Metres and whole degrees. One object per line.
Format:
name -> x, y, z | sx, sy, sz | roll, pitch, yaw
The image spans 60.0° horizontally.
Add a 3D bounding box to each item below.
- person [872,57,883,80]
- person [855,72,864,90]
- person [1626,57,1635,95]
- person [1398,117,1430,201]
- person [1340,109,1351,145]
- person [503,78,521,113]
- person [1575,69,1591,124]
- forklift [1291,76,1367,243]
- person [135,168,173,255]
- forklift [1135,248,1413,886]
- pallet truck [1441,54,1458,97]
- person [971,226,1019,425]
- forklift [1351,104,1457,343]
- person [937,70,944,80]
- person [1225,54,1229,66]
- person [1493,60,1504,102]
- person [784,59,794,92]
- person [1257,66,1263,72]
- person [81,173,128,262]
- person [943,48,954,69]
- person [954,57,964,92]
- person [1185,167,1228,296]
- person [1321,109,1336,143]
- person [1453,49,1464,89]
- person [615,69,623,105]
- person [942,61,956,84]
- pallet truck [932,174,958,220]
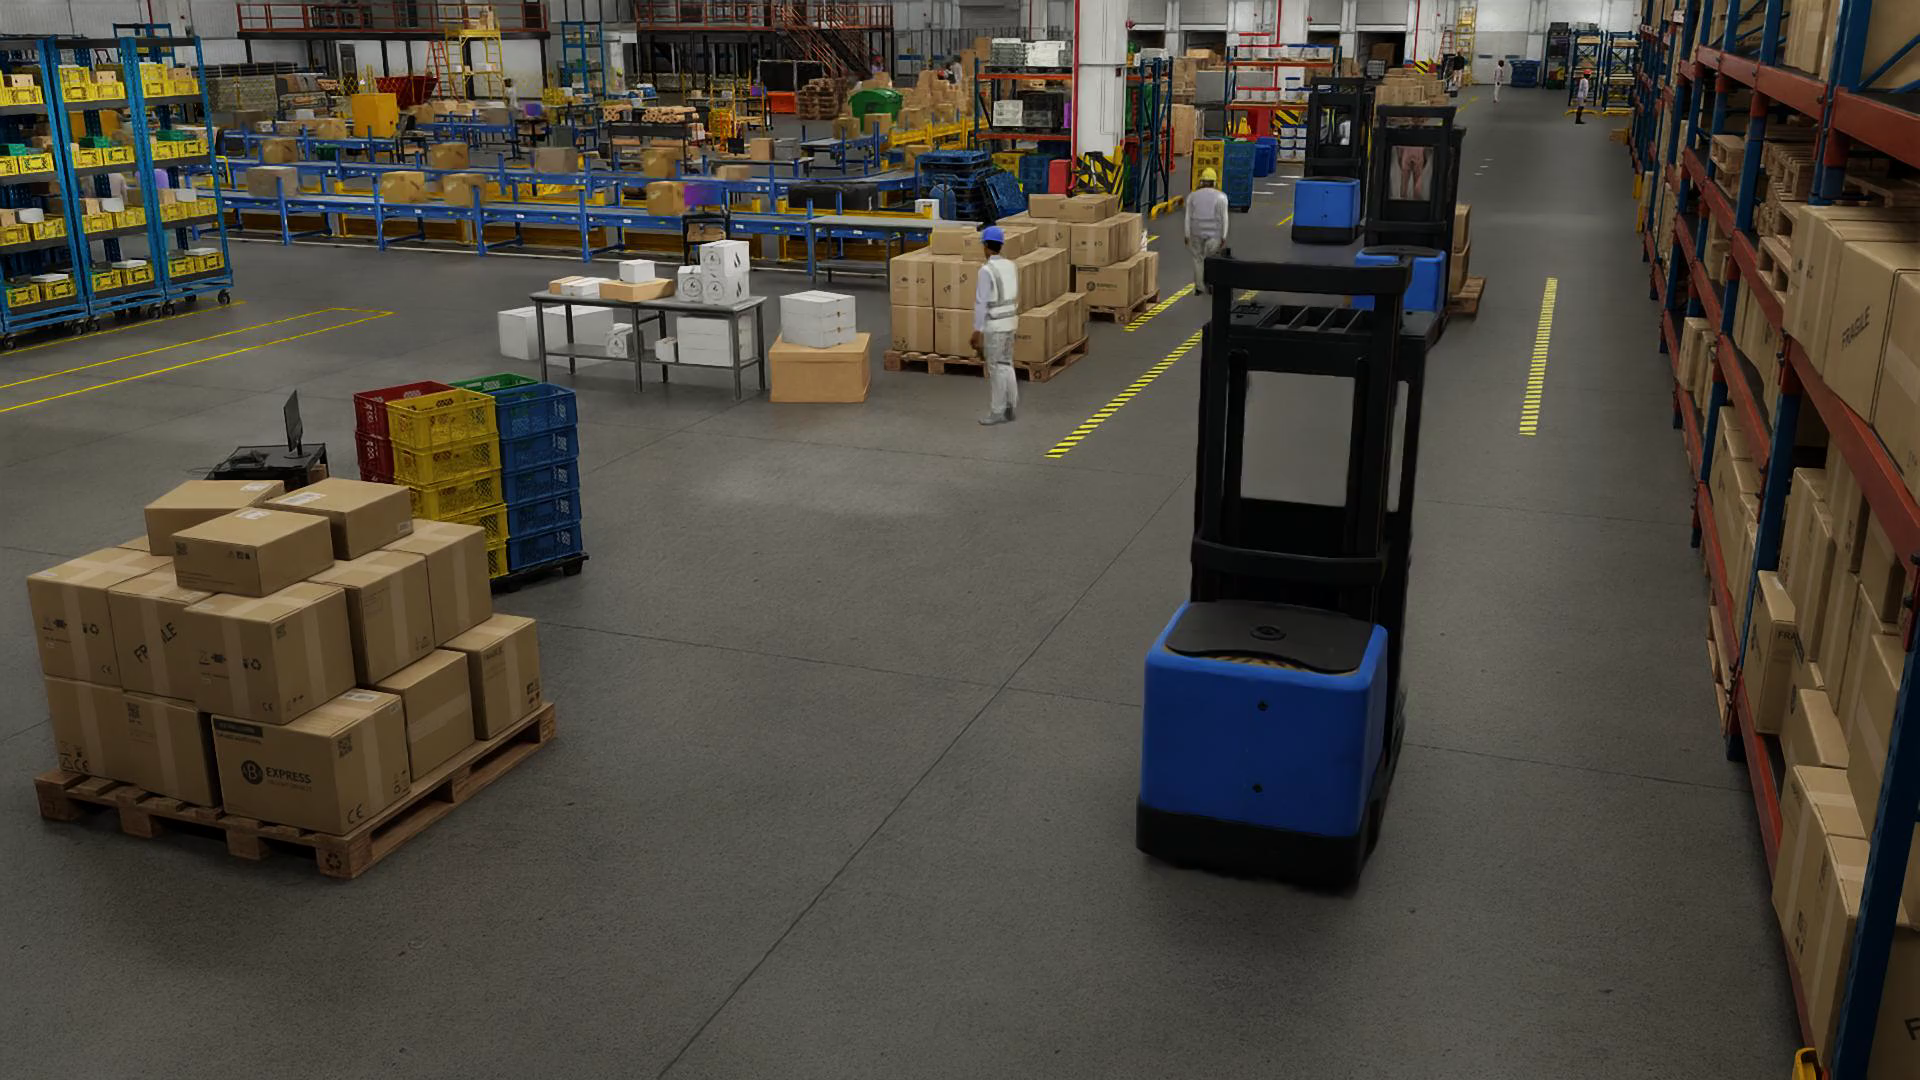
person -> -3.573, -20.202, 73.076 | 0.626, 1.989, 1.045 | -11, 21, -32
person -> -3.628, -15.687, 59.136 | 0.874, 1.840, 0.607 | 4, 18, 11
person -> 32.208, -22.226, 79.643 | 0.509, 1.870, 0.577 | 3, 18, 9
person -> 9.552, -8.045, 35.039 | 0.636, 1.900, 0.399 | 4, 18, 13
person -> 9.384, -9.525, 40.031 | 0.542, 1.685, 0.389 | 8, 19, 23
person -> -14.505, -14.067, 54.057 | 0.552, 1.830, 0.535 | 1, 18, 3
person -> 22.409, -15.918, 59.725 | 0.394, 1.929, 0.541 | 1, 18, 2
forklift -> 6.598, -6.755, 29.381 | 1.129, 2.768, 1.873 | 6, 19, 19
person -> -12.597, -5.165, 26.115 | 0.609, 1.808, 0.487 | -9, 20, -26
forklift -> 1.625, -0.006, 8.174 | 1.129, 2.768, 1.873 | 6, 19, 19
pallet truck -> 22.765, -21.886, 78.355 | 0.823, 1.965, 1.885 | -4, 18, -14
person -> 0.334, -2.086, 16.280 | 0.428, 1.924, 0.765 | 9, 20, 27
forklift -> 5.559, -3.981, 20.665 | 1.129, 2.768, 1.873 | 6, 19, 19
person -> -0.685, -15.472, 58.300 | 0.354, 1.939, 0.545 | 9, 20, 26
person -> 14.129, -24.989, 88.520 | 0.676, 1.738, 0.522 | 5, 18, 14
person -> 23.955, -20.390, 73.934 | 0.431, 1.835, 0.624 | 6, 19, 19
person -> -7.637, -20.312, 73.590 | 0.921, 1.901, 0.593 | -5, 18, -16
person -> 16.461, -26.056, 91.623 | 0.427, 1.901, 0.681 | -2, 18, -6
person -> -13.079, -5.023, 25.582 | 0.814, 1.874, 0.666 | 15, 23, 39
person -> -0.630, -26.161, 91.866 | 0.605, 1.951, 0.380 | 2, 18, 6
person -> 0.052, -20.929, 75.494 | 0.800, 1.905, 0.650 | -5, 18, -15
person -> 3.478, -4.353, 23.564 | 0.607, 1.819, 0.457 | 3, 18, 10
person -> 10.435, -11.774, 47.074 | 0.319, 1.692, 0.538 | -13, 22, -35
person -> 26.103, -24.652, 87.050 | 0.619, 1.992, 0.396 | 15, 23, 40
person -> -13.400, -17.623, 65.422 | 0.922, 1.719, 0.544 | 0, 18, 1
person -> -0.414, -18.066, 66.282 | 0.537, 2.000, 0.688 | 11, 21, 31
pallet truck -> -0.507, -5.292, 27.348 | 0.653, 1.274, 1.630 | 6, 19, 19
